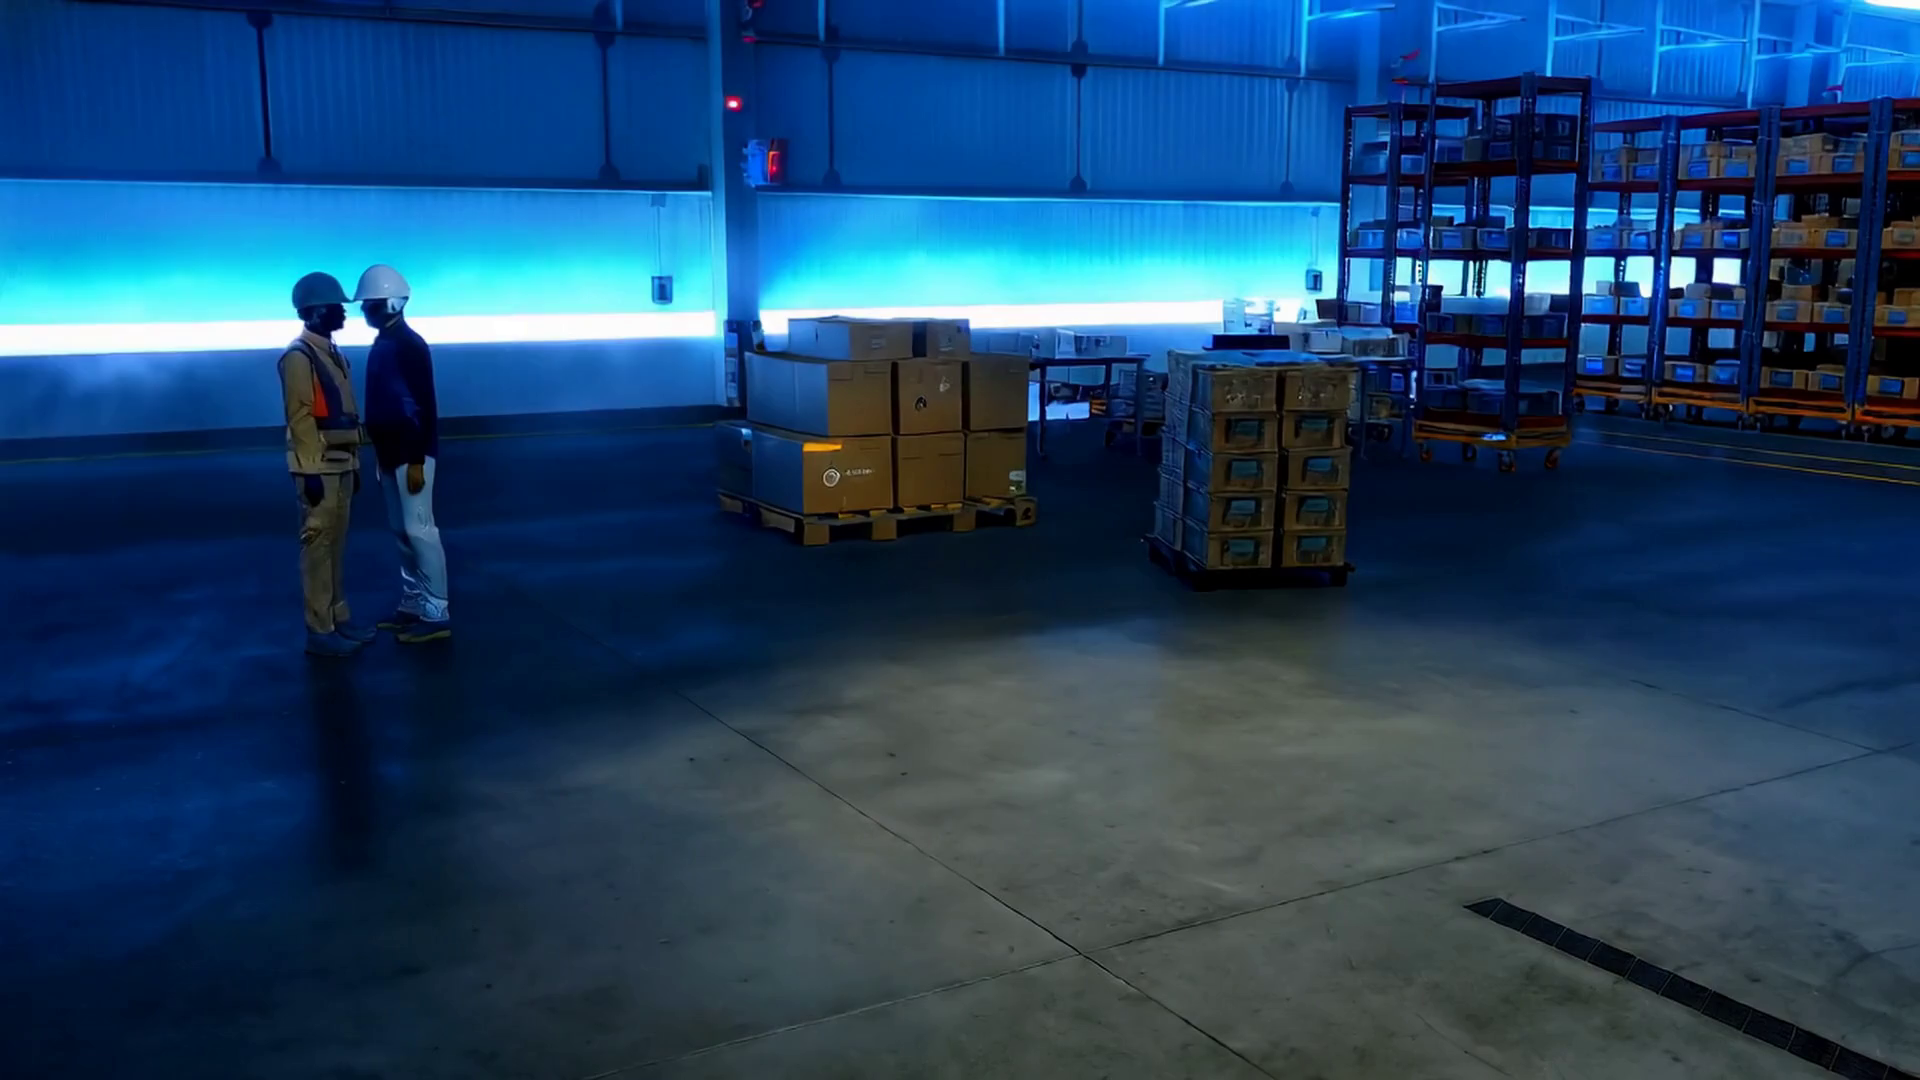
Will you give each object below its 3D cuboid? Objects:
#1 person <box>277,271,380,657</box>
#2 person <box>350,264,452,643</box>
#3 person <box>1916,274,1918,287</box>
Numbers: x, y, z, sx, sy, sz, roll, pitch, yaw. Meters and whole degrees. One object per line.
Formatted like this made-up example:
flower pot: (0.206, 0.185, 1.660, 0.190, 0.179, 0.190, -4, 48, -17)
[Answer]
person: (-3.242, -0.387, 8.498, 0.380, 1.949, 0.613, -1, 10, -3)
person: (-2.970, -0.452, 8.783, 0.415, 1.985, 0.610, -8, 13, -38)
person: (16.210, -3.782, 28.076, 0.603, 1.823, 0.425, 1, 10, 3)
